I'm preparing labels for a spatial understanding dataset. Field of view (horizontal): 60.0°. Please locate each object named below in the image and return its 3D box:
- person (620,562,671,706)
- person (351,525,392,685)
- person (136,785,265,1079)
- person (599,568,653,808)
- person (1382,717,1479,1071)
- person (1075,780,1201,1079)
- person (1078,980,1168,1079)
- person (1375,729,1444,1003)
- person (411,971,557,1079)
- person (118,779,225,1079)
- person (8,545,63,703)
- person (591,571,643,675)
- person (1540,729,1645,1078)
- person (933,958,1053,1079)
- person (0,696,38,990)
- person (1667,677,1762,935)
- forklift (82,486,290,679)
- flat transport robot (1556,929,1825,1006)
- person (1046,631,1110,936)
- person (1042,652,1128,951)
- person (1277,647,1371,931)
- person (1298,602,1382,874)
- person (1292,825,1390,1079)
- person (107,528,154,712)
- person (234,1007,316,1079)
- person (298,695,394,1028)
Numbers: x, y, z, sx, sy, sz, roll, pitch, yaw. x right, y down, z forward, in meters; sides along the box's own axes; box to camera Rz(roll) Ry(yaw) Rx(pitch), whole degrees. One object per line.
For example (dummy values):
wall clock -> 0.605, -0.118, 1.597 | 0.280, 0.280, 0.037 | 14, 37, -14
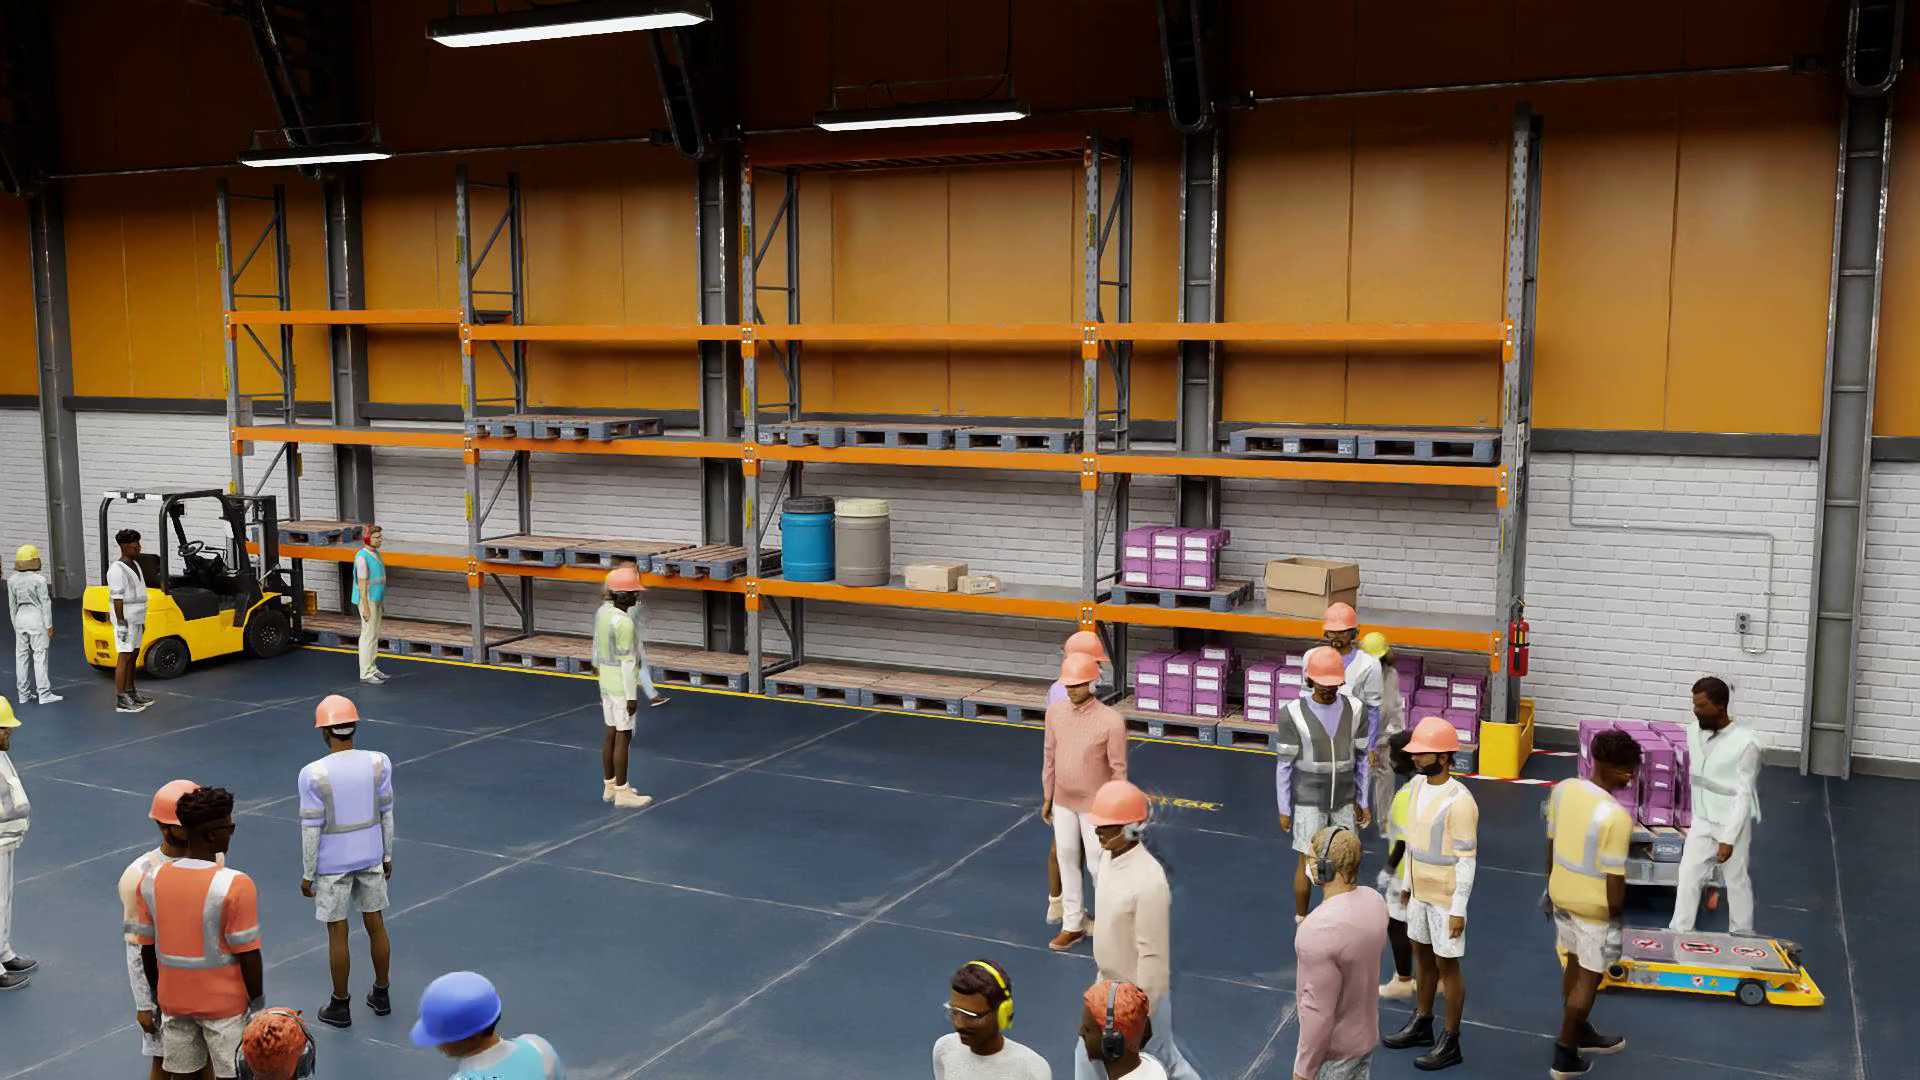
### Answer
person -> -3.539, 1.030, 17.866 | 0.831, 1.592, 0.512 | 4, 8, 30
person -> -6.827, 0.741, 19.236 | 0.373, 1.843, 0.571 | 0, 7, -4
person -> -3.432, 2.090, 7.595 | 0.610, 1.963, 0.365 | 2, 7, 15
person -> -2.872, 1.252, 14.201 | 0.397, 2.043, 0.609 | -4, 8, -29
person -> 2.587, 1.920, 9.113 | 0.373, 1.939, 0.545 | -2, 7, -16
person -> 0.869, 2.073, 7.843 | 1.013, 1.951, 0.620 | -3, 7, -20
person -> 0.548, 2.384, 5.556 | 0.351, 1.878, 0.568 | 2, 7, 16
person -> 2.688, 1.958, 9.899 | 0.388, 1.666, 0.579 | 4, 8, 33
person -> -1.611, 2.365, 5.720 | 0.680, 1.900, 0.642 | 3, 8, 26
person -> -3.662, 2.075, 7.884 | 0.387, 1.929, 0.544 | 3, 8, 24
person -> -10.133, 0.918, 18.180 | 0.487, 1.746, 0.289 | 1, 7, 10
person -> -3.411, 1.155, 16.283 | 0.573, 1.717, 0.509 | 6, 9, 40
person -> 3.425, 1.943, 9.018 | 0.516, 1.942, 0.693 | -2, 7, -16
person -> 0.100, 2.361, 5.803 | 0.510, 1.862, 0.326 | 5, 8, 35
person -> -5.924, 1.849, 10.201 | 0.403, 1.819, 0.600 | -3, 7, -22
person -> 4.696, 1.792, 10.432 | 0.888, 1.866, 0.602 | -3, 7, -21
forklift -> -9.426, 0.454, 20.179 | 1.214, 2.155, 2.313 | 3, 8, 26
flat transport robot -> 4.476, 2.606, 10.271 | 1.431, 0.197, 0.652 | 1, 7, 13
person -> 0.799, 1.620, 11.173 | 0.393, 2.040, 0.611 | -3, 7, -20
person -> 0.837, 1.691, 10.857 | 0.644, 1.981, 0.554 | 6, 9, 40
person -> 2.356, 1.681, 10.751 | 0.617, 2.027, 0.409 | -1, 7, -9
person -> 2.805, 1.474, 12.365 | 0.605, 2.045, 0.379 | 4, 8, 27
person -> 1.594, 2.163, 7.101 | 0.361, 1.939, 0.635 | 5, 9, 37
person -> -8.903, 0.850, 17.838 | 0.362, 1.963, 0.613 | -1, 7, -8
person -> -2.143, 2.413, 5.307 | 0.578, 1.879, 0.352 | -1, 7, -8
person -> -3.572, 1.854, 9.682 | 0.543, 1.932, 0.370 | -6, 9, -42
